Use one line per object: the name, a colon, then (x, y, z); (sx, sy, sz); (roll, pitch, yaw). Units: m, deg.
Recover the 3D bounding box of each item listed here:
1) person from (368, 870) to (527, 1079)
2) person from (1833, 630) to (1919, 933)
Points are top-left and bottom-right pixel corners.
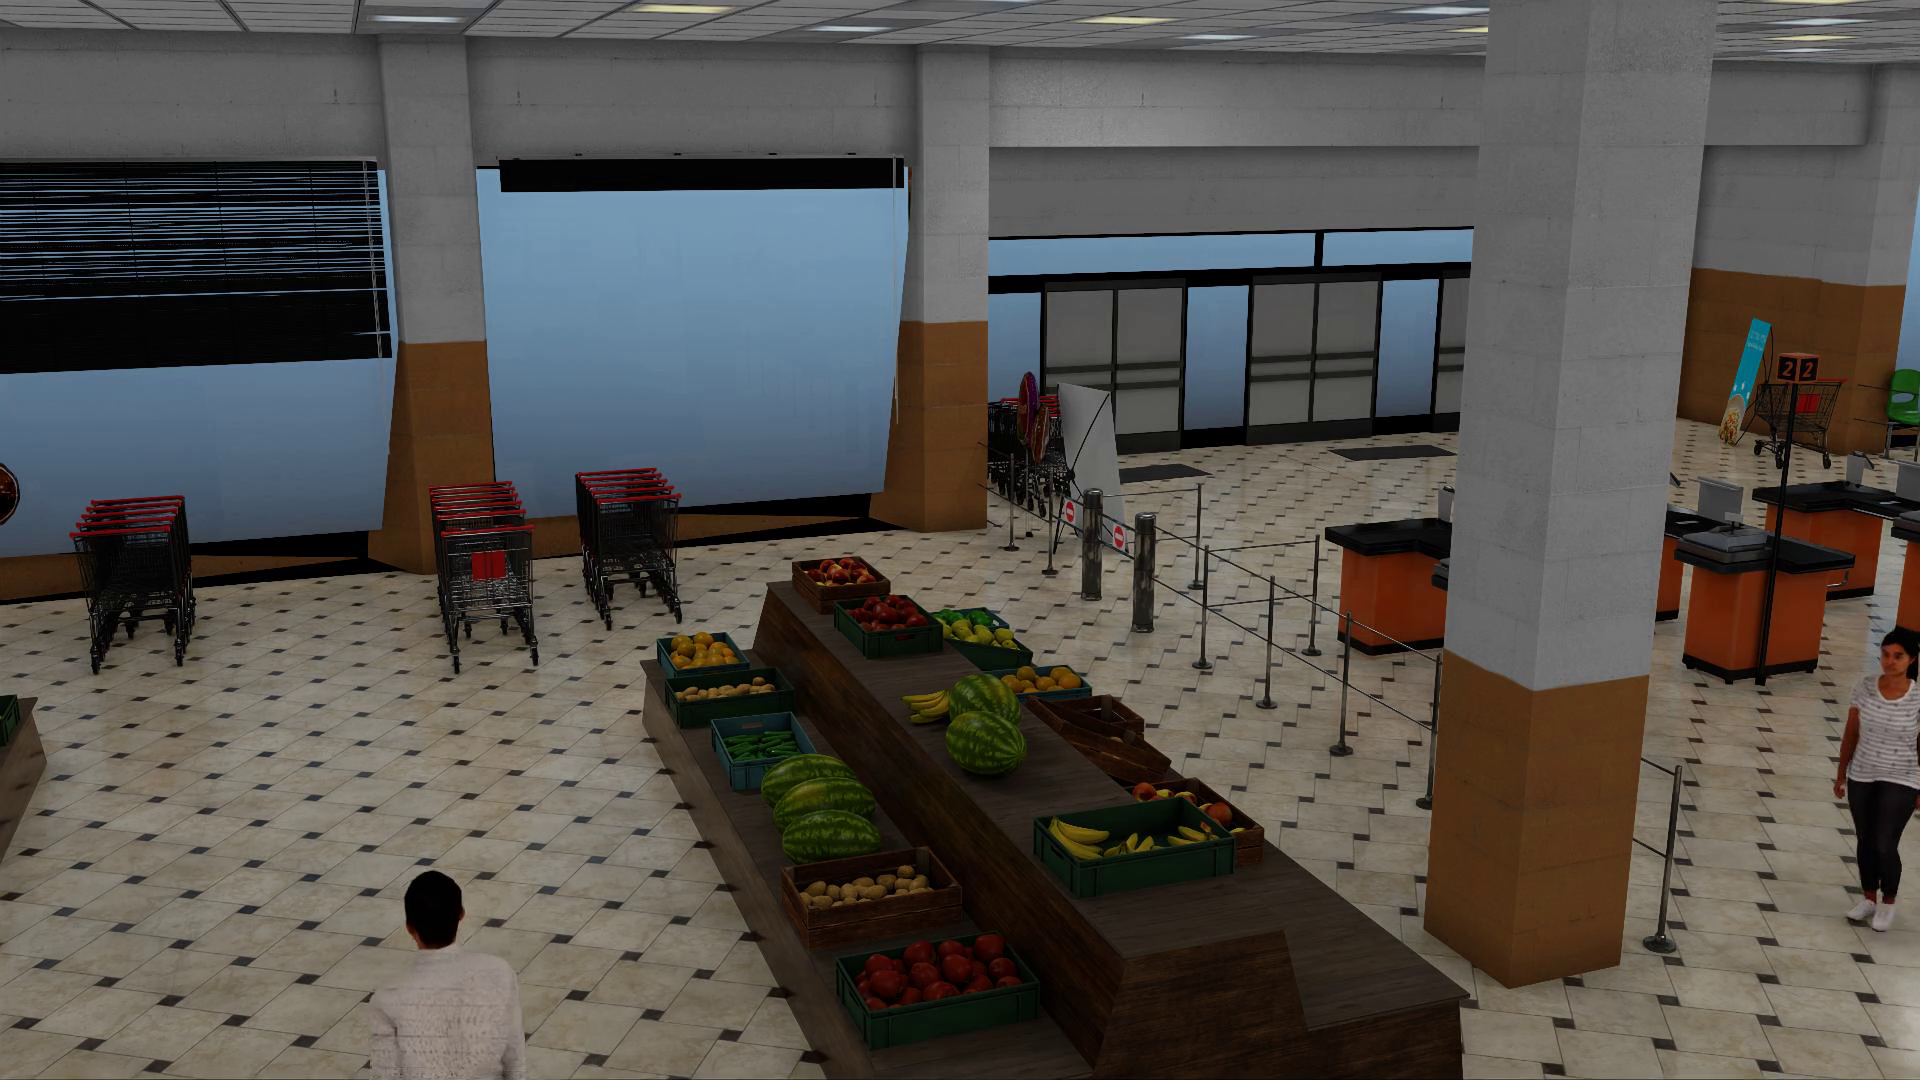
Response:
person: (-1.631, 1.983, 5.431); (0.797, 1.786, 1.104); (-8, 16, -31)
person: (4.912, 1.250, 8.775); (0.693, 1.634, 0.624); (-9, 16, -32)
